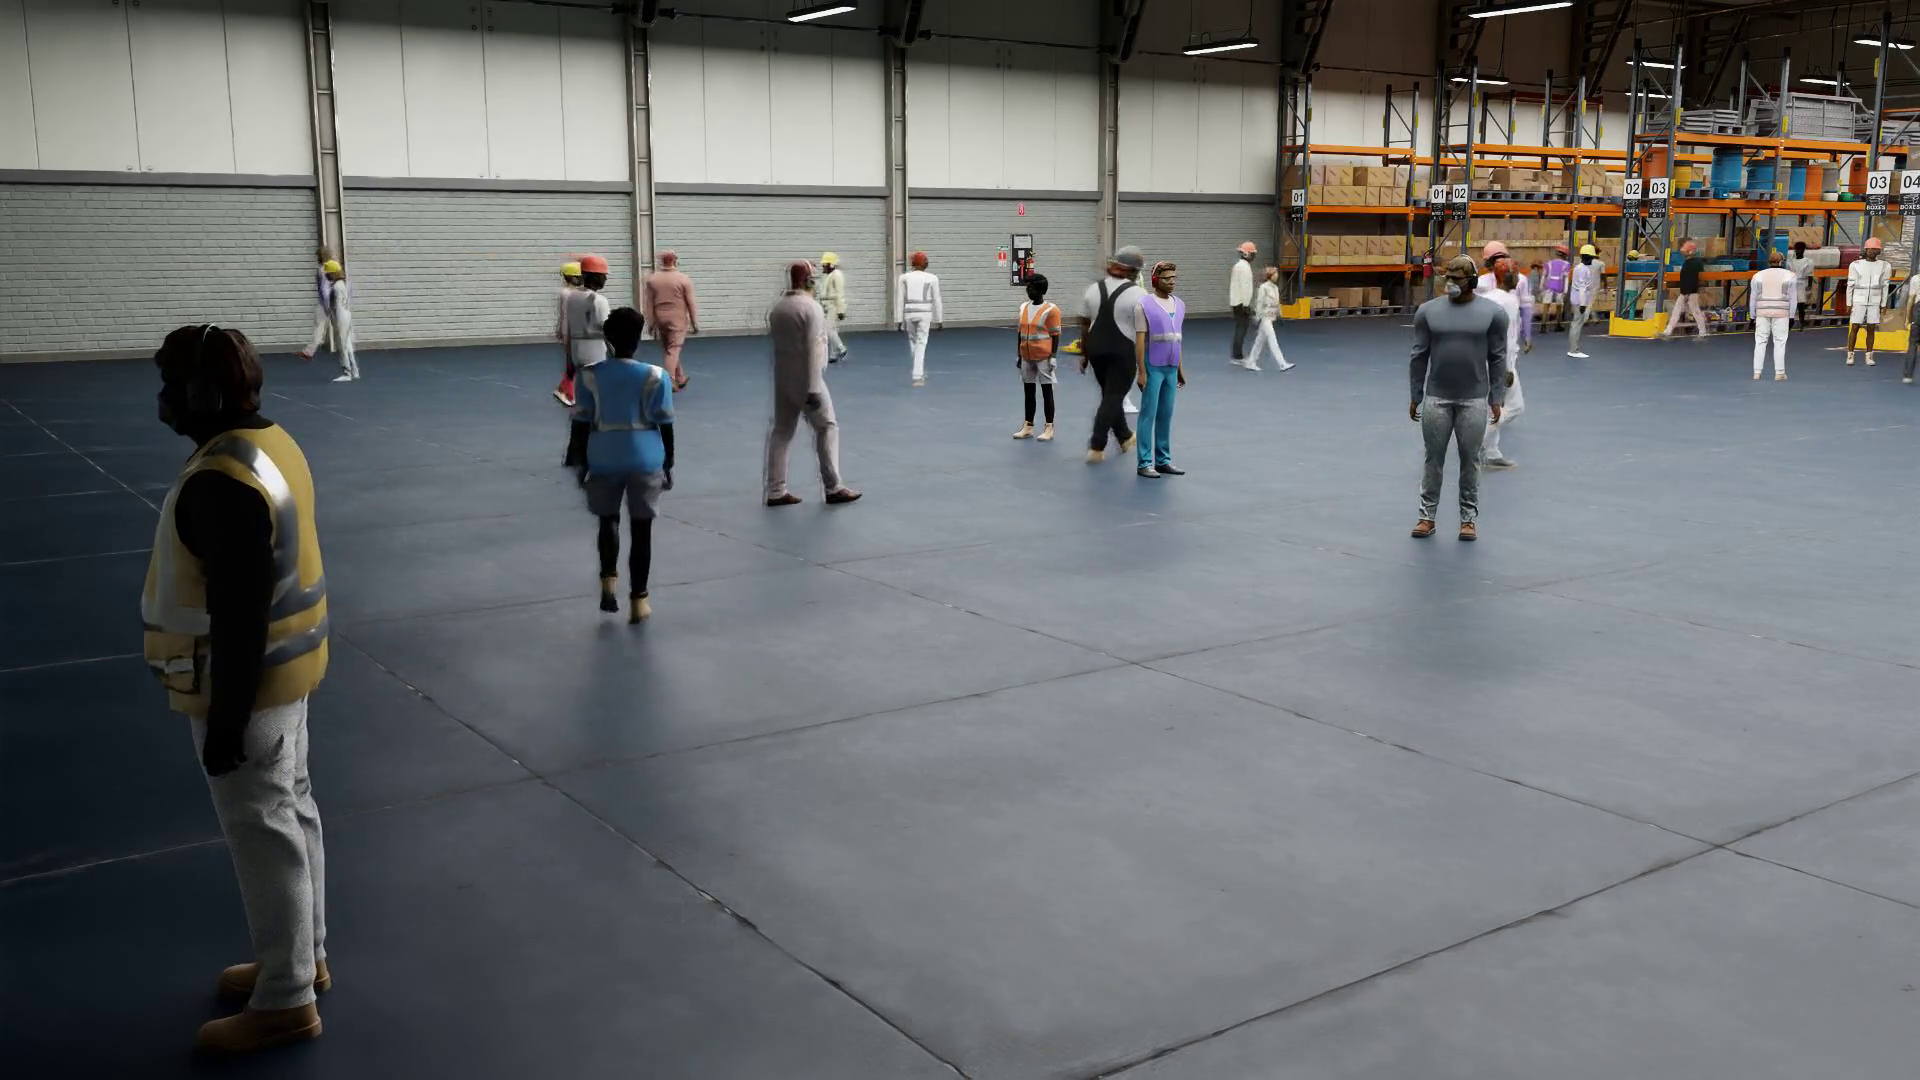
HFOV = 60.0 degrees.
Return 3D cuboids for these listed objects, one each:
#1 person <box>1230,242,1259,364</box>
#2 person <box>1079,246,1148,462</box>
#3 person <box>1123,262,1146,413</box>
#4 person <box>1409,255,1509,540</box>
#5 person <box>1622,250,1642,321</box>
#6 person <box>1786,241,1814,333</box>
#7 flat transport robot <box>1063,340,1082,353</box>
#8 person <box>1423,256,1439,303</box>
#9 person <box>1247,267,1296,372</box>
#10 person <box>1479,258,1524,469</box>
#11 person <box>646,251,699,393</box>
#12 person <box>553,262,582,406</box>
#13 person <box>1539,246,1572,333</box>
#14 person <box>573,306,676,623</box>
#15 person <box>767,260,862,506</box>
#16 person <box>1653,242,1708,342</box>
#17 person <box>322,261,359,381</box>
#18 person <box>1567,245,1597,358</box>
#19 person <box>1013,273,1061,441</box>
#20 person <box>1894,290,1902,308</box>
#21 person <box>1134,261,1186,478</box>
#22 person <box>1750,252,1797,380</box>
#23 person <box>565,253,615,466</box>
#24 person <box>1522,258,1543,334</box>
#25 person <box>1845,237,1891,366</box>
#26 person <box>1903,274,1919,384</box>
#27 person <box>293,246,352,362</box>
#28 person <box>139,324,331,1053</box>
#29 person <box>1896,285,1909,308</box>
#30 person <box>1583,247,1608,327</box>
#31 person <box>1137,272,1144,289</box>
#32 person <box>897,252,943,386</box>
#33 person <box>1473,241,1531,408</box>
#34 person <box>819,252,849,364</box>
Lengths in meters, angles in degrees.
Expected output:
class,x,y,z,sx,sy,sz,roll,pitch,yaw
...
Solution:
class,x,y,z,sx,sy,sz,roll,pitch,yaw
person,4.599,-3.822,26.966,0.500,1.964,0.642,-1,10,-8
person,1.484,-1.755,15.379,0.699,2.000,1.058,8,13,38
person,1.986,-2.422,19.393,0.426,1.907,0.607,6,12,28
person,3.376,-0.963,11.327,0.635,1.934,0.353,4,11,23
person,14.601,-5.421,36.229,0.328,1.767,0.530,-8,13,-39
person,17.913,-5.404,35.588,0.368,1.965,0.612,-6,12,-32
flat transport robot,2.606,-3.447,29.511,1.431,0.197,0.652,-4,11,-21
person,11.901,-6.347,41.762,0.810,1.597,0.508,-3,11,-15
person,4.756,-3.353,25.378,0.880,1.589,0.538,7,12,33
person,4.731,-1.536,14.638,0.451,1.872,0.603,-2,10,-10
person,-3.783,-2.907,22.179,0.673,1.856,0.959,4,11,19
person,-4.664,-2.465,20.070,0.369,1.756,0.537,0,10,-3
person,12.764,-5.384,35.787,0.692,1.865,0.984,7,12,34
person,-1.776,-0.398,8.900,0.545,1.687,0.375,0,10,-1
person,-1.144,-1.202,12.804,0.854,1.869,0.672,-8,13,-38
person,14.290,-4.872,32.726,1.034,1.946,0.636,1,10,3
person,-8.894,-3.124,23.845,0.376,1.718,0.593,-3,11,-14
person,10.647,-4.083,28.466,0.386,1.920,0.590,3,11,14
person,0.781,-1.847,16.831,0.529,1.694,0.321,9,14,41
person,19.925,-5.218,34.960,0.624,1.814,0.627,-8,13,-39
person,1.712,-1.466,14.327,0.569,1.845,0.384,-9,14,-42
person,11.750,-3.232,24.041,0.619,1.838,0.430,8,13,36
person,-3.230,-1.633,15.103,0.935,1.893,0.576,-9,14,-40
person,12.044,-5.123,35.025,0.363,1.605,0.657,4,11,20
person,14.522,-3.810,26.627,0.607,2.048,0.370,3,11,18
person,13.473,-3.078,23.203,0.519,1.833,0.362,5,12,26
person,-10.455,-3.853,27.289,1.002,1.887,0.660,0,10,2
person,-1.838,0.375,4.250,0.429,1.841,0.633,-2,11,-13
person,19.161,-4.988,33.424,0.624,1.931,0.378,6,12,31
person,14.599,-5.810,38.232,0.996,1.813,0.547,-8,13,-39
person,2.535,-3.379,24.863,0.429,1.838,0.629,2,10,10
person,-0.528,-3.093,23.257,0.601,1.838,0.939,4,11,19
person,5.768,-2.194,17.883,0.644,2.002,0.764,1,10,6
person,-2.081,-3.740,26.891,0.420,1.819,0.609,-4,11,-22
